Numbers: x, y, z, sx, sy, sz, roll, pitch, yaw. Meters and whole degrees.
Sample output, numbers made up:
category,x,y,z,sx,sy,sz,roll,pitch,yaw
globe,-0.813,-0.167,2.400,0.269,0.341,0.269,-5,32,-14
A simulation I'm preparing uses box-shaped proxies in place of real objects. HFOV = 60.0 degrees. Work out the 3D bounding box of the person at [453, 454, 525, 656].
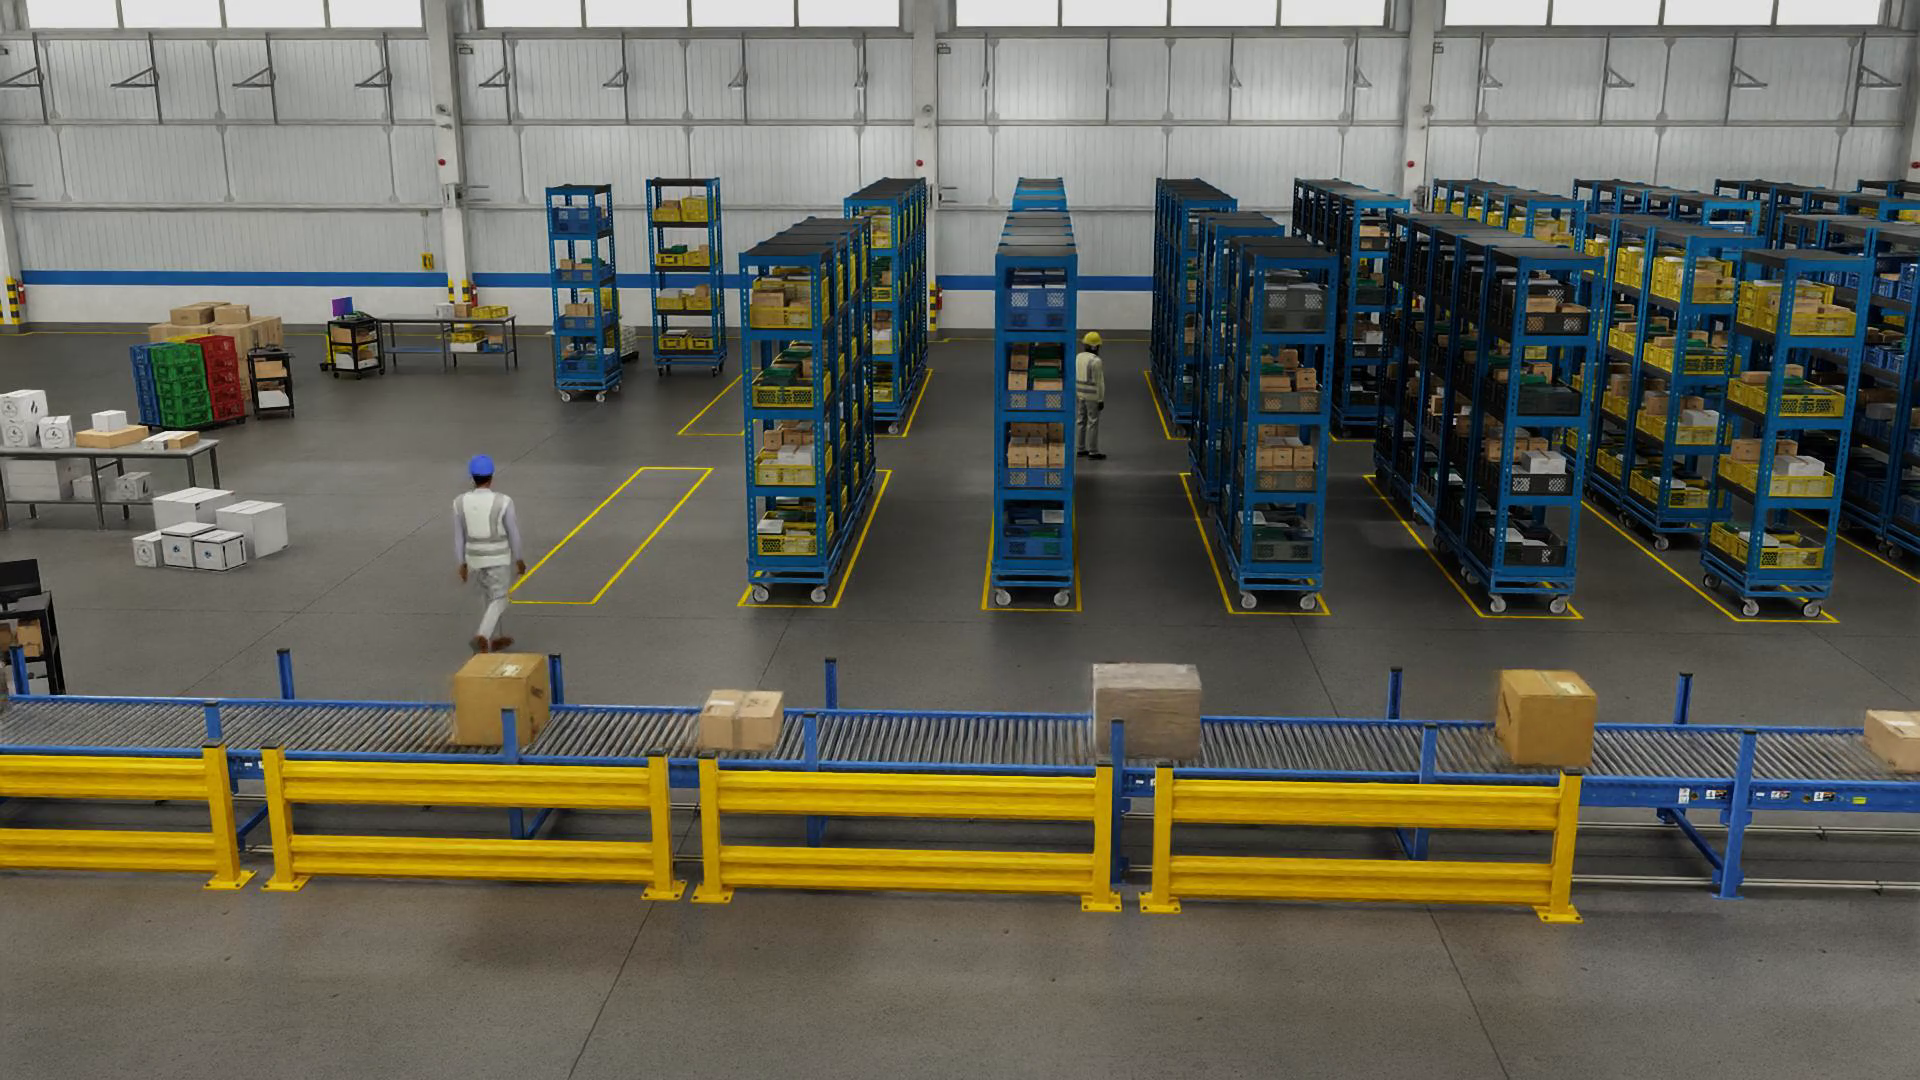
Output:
category,x,y,z,sx,sy,sz,roll,pitch,yaw
person,-4.351,0.179,15.237,0.600,1.926,0.825,4,16,16

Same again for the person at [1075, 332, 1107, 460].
category,x,y,z,sx,sy,sz,roll,pitch,yaw
person,1.864,-2.053,23.687,0.404,1.832,0.594,-10,18,-33
